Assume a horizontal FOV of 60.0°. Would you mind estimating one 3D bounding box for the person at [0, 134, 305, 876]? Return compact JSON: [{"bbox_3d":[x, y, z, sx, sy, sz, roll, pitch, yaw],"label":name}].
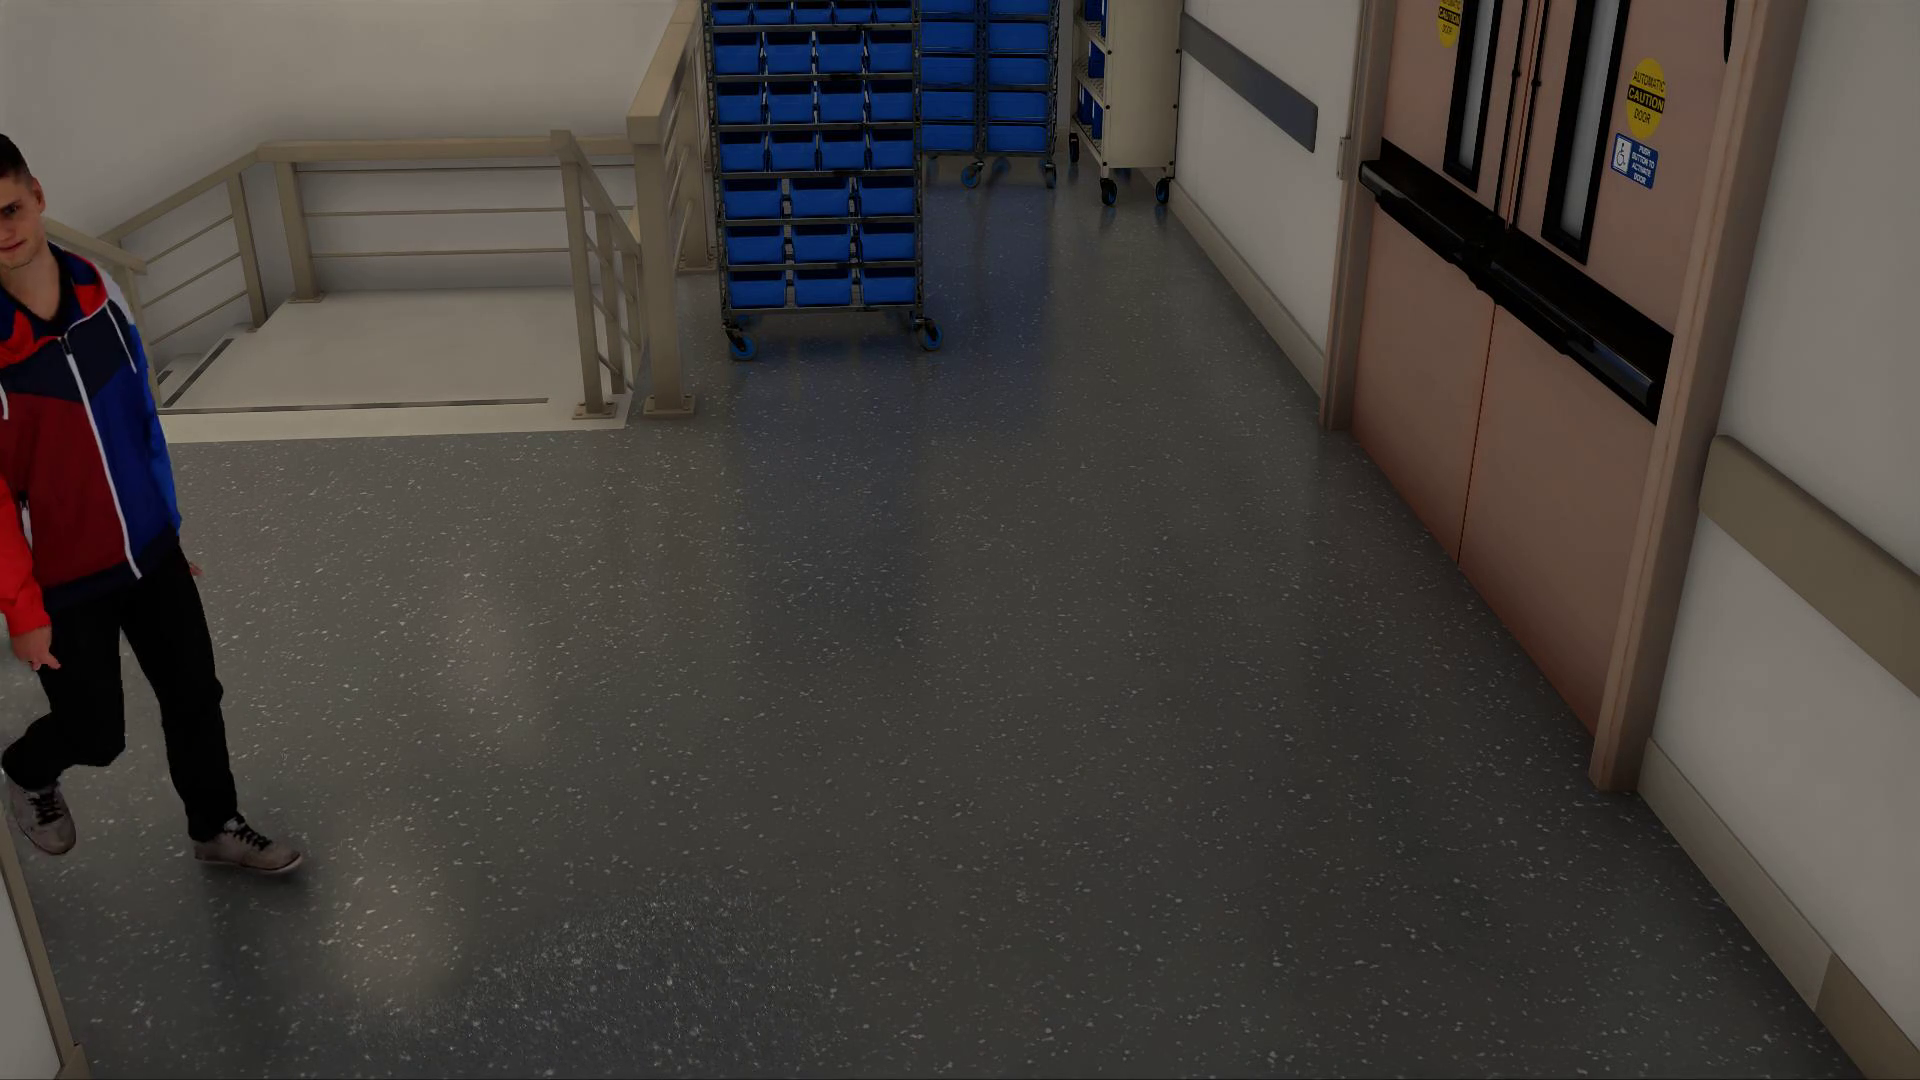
[{"bbox_3d":[-1.900,0.020,3.483,0.948,1.741,0.933,10,28,20],"label":"person"}]
